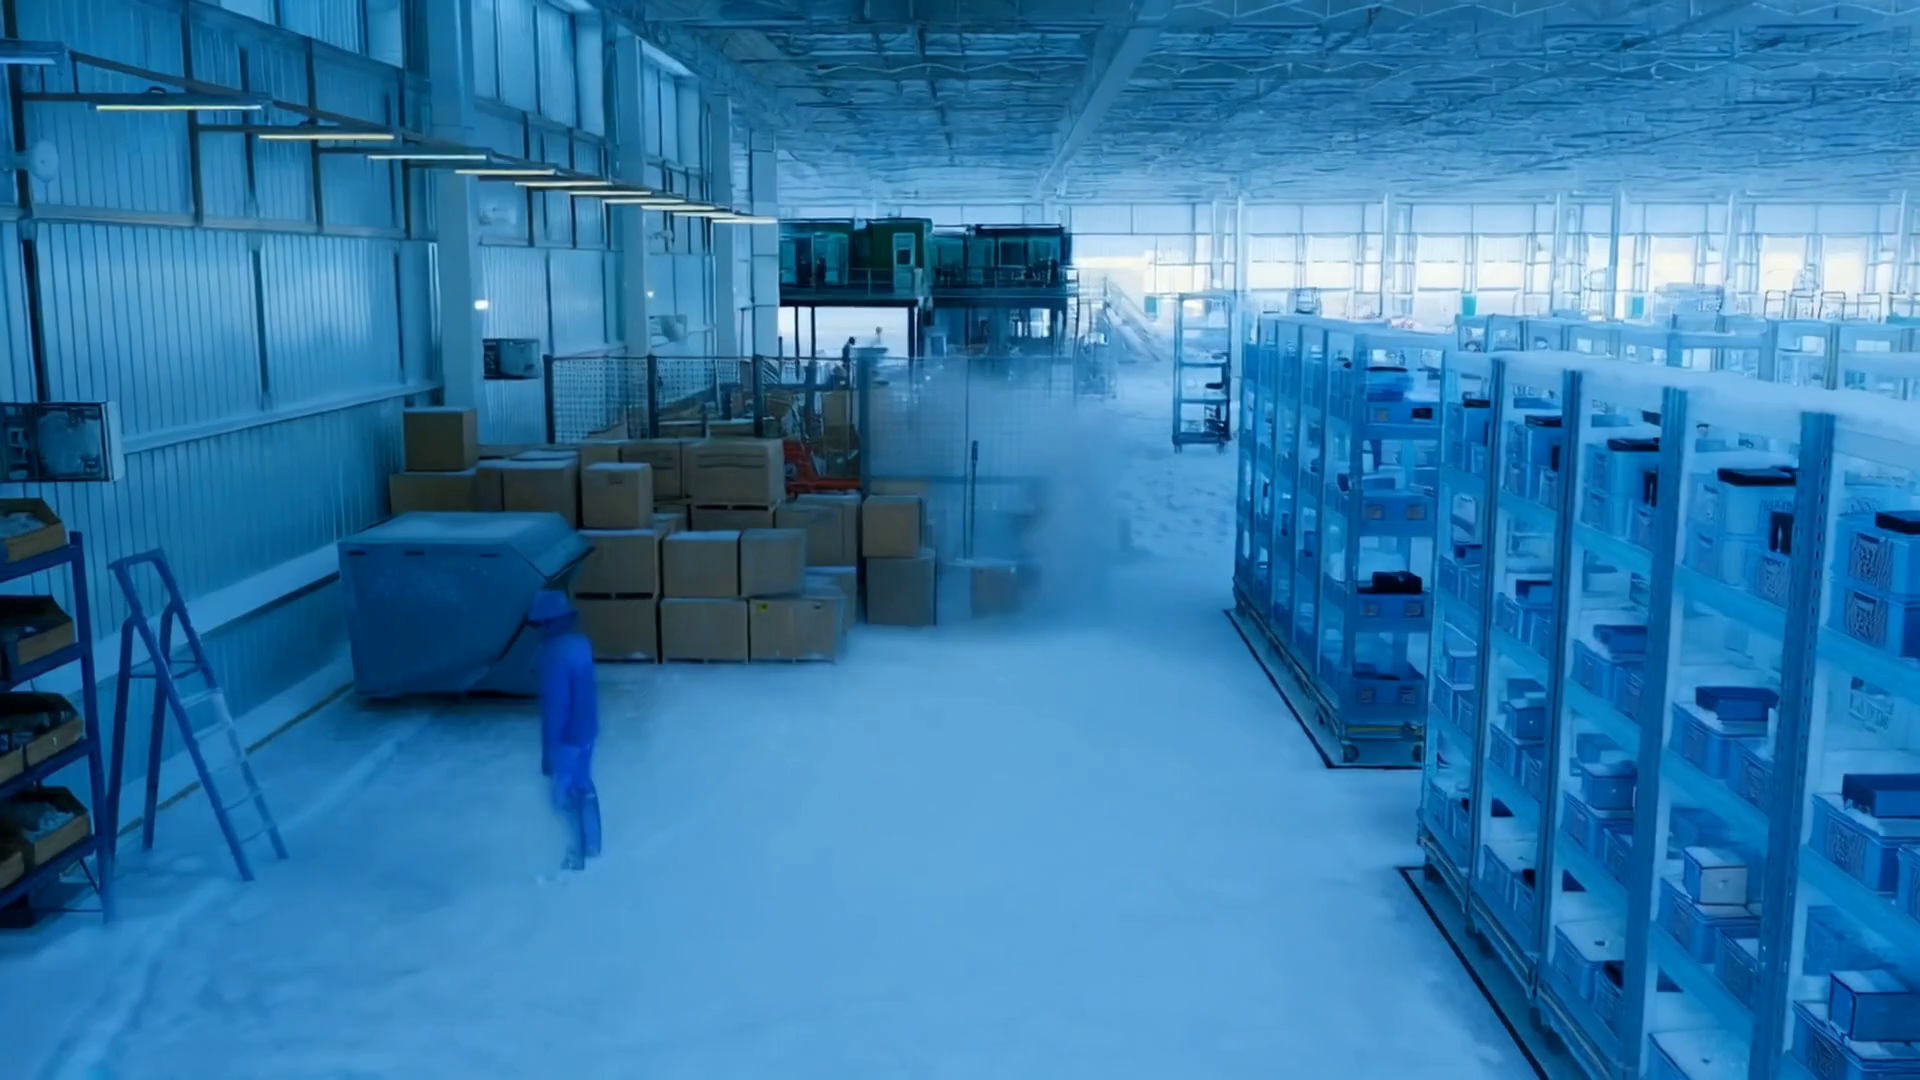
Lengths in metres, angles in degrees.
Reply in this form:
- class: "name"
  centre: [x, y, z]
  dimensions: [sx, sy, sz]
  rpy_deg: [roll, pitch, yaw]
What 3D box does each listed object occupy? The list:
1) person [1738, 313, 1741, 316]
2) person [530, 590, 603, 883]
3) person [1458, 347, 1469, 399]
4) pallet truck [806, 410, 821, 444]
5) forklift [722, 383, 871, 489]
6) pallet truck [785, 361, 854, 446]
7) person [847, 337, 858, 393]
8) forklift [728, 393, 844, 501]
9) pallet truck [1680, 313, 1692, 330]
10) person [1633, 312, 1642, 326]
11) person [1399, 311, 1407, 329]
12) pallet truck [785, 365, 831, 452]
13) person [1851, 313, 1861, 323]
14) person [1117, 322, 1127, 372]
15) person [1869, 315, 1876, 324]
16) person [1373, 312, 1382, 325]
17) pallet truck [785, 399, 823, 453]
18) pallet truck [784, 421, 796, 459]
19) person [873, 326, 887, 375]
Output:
- class: "person"
  centre: [40.983, -11.009, 87.602]
  dimensions: [0.328, 1.865, 0.519]
  rpy_deg: [0, 9, 2]
- class: "person"
  centre: [-2.662, 1.315, 11.229]
  dimensions: [0.412, 1.985, 0.625]
  rpy_deg: [2, 9, 11]
- class: "person"
  centre: [15.695, -5.121, 51.711]
  dimensions: [0.922, 1.720, 0.520]
  rpy_deg: [-8, 12, -42]
- class: "pallet truck"
  centre: [-3.559, -2.018, 33.905]
  dimensions: [1.522, 1.261, 0.704]
  rpy_deg: [0, 9, -1]
- class: "forklift"
  centre: [-2.893, -1.687, 28.729]
  dimensions: [2.680, 1.987, 1.157]
  rpy_deg: [0, 9, -1]
- class: "pallet truck"
  centre: [-3.410, -3.193, 38.978]
  dimensions: [1.885, 1.965, 0.823]
  rpy_deg: [0, 9, -1]
- class: "person"
  centre: [-3.616, -5.859, 55.776]
  dimensions: [0.355, 1.883, 0.574]
  rpy_deg: [0, 9, 2]
- class: "forklift"
  centre: [-2.979, -1.316, 26.476]
  dimensions: [2.680, 1.987, 1.157]
  rpy_deg: [0, 9, 1]
- class: "pallet truck"
  centre: [36.315, -10.531, 84.244]
  dimensions: [0.823, 1.965, 1.885]
  rpy_deg: [-6, 11, -33]
- class: "person"
  centre: [35.646, -11.013, 87.335]
  dimensions: [0.730, 1.956, 0.652]
  rpy_deg: [-1, 9, -8]
- class: "person"
  centre: [24.322, -11.683, 91.668]
  dimensions: [0.828, 1.888, 0.635]
  rpy_deg: [1, 9, 8]
- class: "pallet truck"
  centre: [-3.774, -2.976, 37.635]
  dimensions: [1.885, 1.965, 0.823]
  rpy_deg: [1, 9, 5]
- class: "person"
  centre: [48.743, -11.462, 90.488]
  dimensions: [0.407, 1.828, 0.524]
  rpy_deg: [-8, 12, -42]
- class: "person"
  centre: [6.606, -7.875, 67.742]
  dimensions: [0.388, 2.036, 0.605]
  rpy_deg: [0, 9, 2]
- class: "person"
  centre: [49.131, -11.261, 89.547]
  dimensions: [0.307, 1.738, 0.485]
  rpy_deg: [0, 9, 2]
- class: "person"
  centre: [23.323, -11.855, 92.987]
  dimensions: [0.454, 1.812, 0.698]
  rpy_deg: [4, 10, 25]
- class: "pallet truck"
  centre: [-3.814, -2.432, 36.419]
  dimensions: [1.630, 1.274, 0.653]
  rpy_deg: [0, 9, 1]
- class: "pallet truck"
  centre: [-4.013, -1.793, 32.705]
  dimensions: [1.601, 1.201, 0.680]
  rpy_deg: [0, 9, 1]
- class: "person"
  centre: [-3.154, -7.435, 65.418]
  dimensions: [0.722, 1.914, 0.546]
  rpy_deg: [-2, 9, -14]
